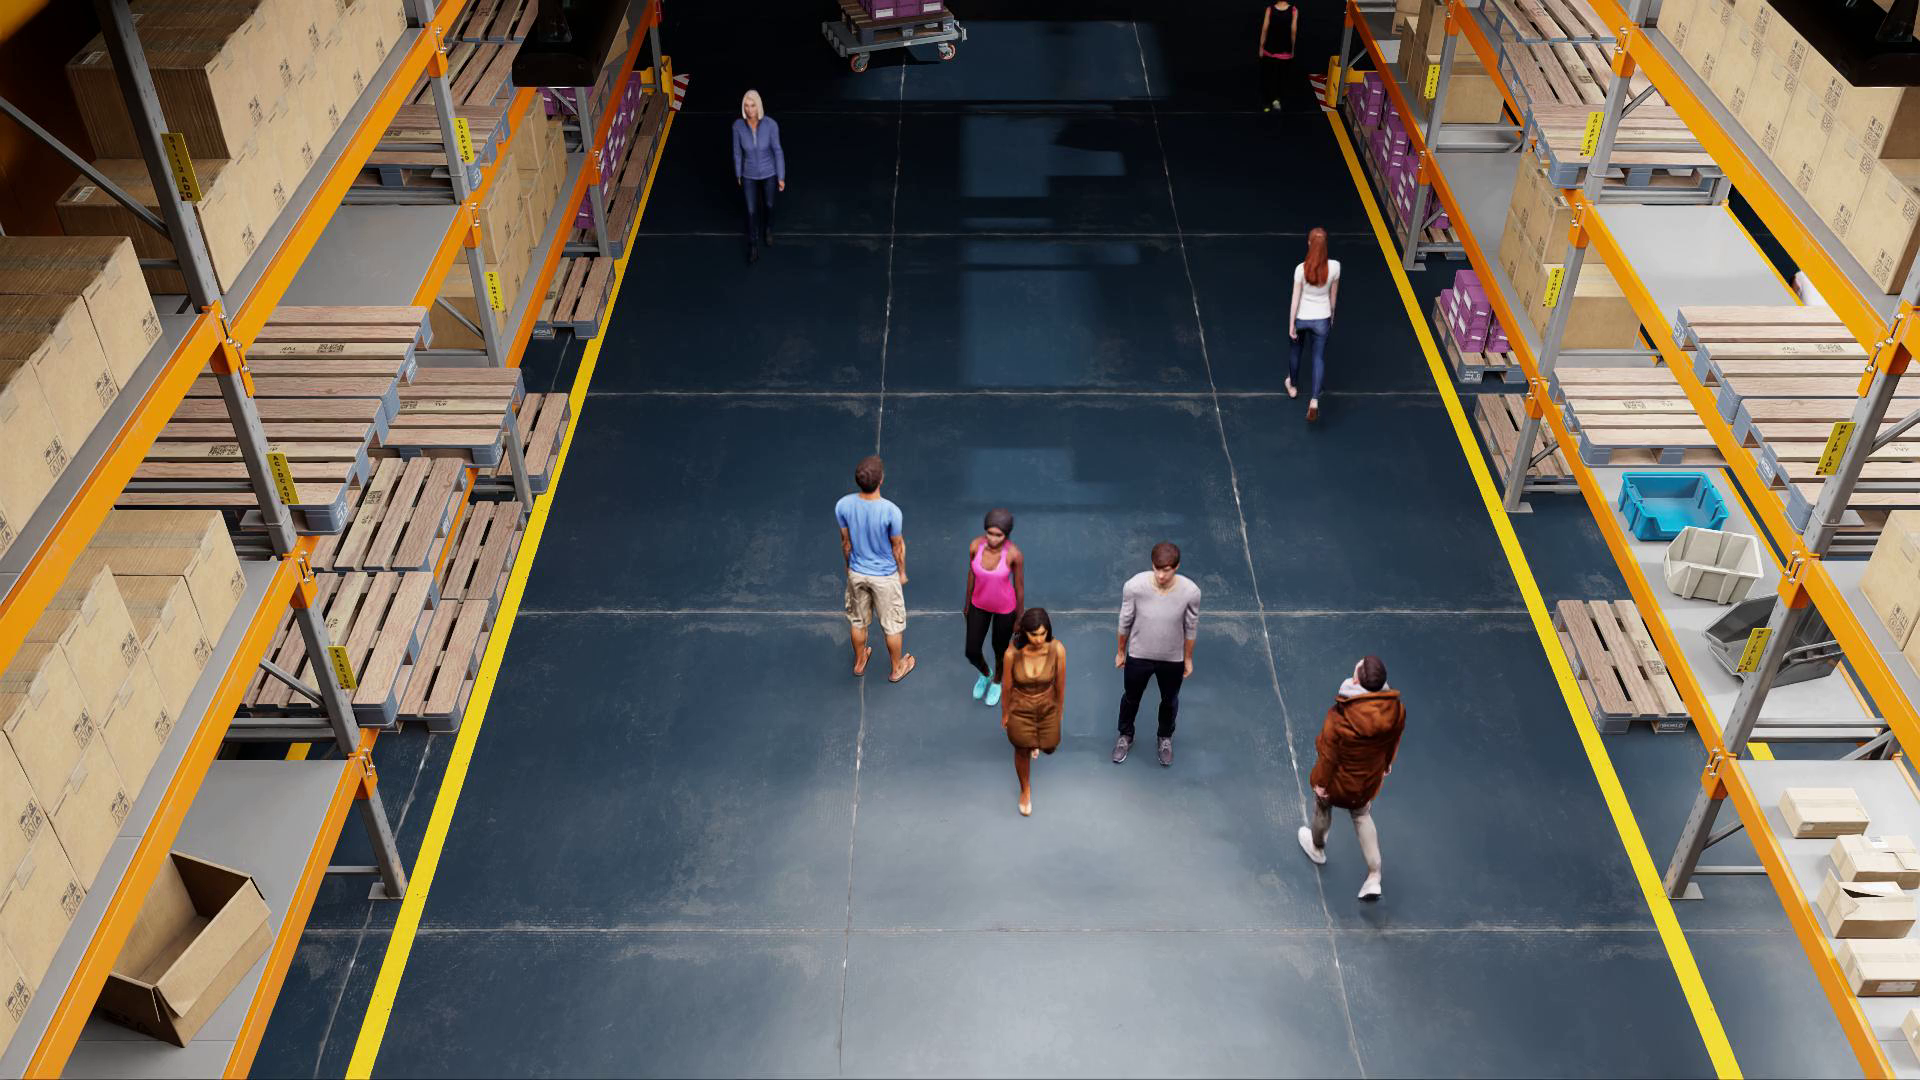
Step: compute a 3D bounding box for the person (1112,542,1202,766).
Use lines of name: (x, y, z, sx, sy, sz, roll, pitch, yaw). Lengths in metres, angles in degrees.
person: (1.296, 0.738, 10.956, 0.694, 1.841, 0.585, 5, 39, 7)

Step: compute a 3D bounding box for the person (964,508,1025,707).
person: (0.260, 0.417, 11.464, 0.680, 1.709, 0.700, 12, 40, 15)

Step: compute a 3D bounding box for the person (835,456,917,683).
person: (-0.601, 0.215, 11.594, 0.721, 1.863, 0.680, 12, 40, 14)

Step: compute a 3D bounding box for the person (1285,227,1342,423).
person: (3.029, -1.824, 14.267, 0.587, 1.713, 1.033, 1, 39, 2)

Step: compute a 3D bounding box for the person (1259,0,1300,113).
person: (3.667, -5.660, 19.207, 0.610, 1.543, 0.676, 6, 39, 8)

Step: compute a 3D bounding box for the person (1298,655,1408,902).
person: (2.399, 1.470, 10.061, 0.880, 1.814, 1.122, -11, 40, -13)

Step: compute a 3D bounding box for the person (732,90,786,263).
person: (-1.996, -3.702, 16.625, 0.707, 1.705, 1.019, -3, 39, -4)

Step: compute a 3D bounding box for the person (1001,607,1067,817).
person: (0.449, 1.035, 10.716, 0.596, 1.677, 0.786, -3, 39, -4)
